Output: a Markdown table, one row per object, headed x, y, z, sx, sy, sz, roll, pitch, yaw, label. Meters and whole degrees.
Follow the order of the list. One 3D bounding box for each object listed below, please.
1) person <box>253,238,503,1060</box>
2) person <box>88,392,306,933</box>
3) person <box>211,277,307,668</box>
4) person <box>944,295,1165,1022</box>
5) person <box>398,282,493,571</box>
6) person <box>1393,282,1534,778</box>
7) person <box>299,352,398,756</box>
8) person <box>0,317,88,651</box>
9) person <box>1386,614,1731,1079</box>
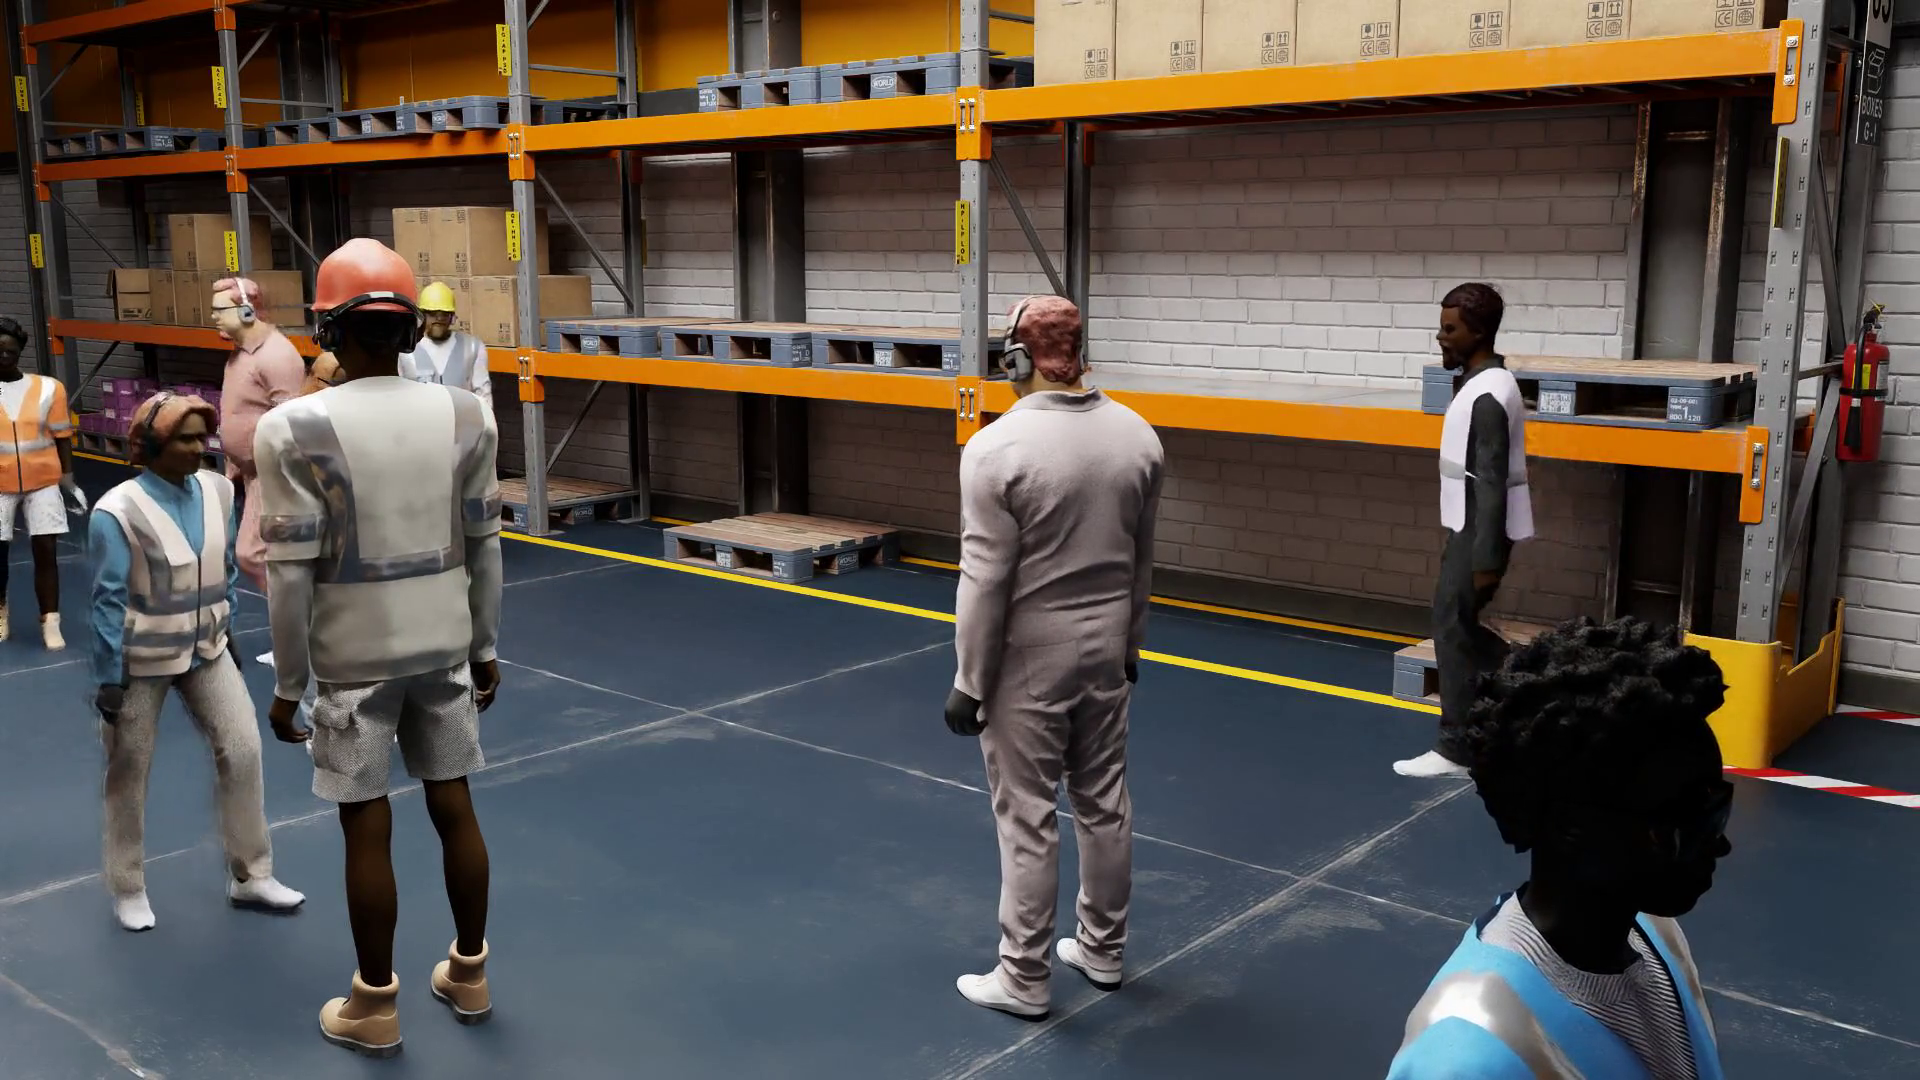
| x | y | z | sx | sy | sz | roll | pitch | yaw | label |
| --- | --- | --- | --- | --- | --- | --- | --- | --- | --- |
| -1.446 | 0.278 | 4.193 | 0.609 | 2.043 | 0.376 | -9 | 14 | -43 | person |
| -2.297 | 0.369 | 4.915 | 0.611 | 1.604 | 0.540 | 4 | 11 | 23 | person |
| -3.303 | -0.305 | 7.968 | 0.474 | 1.883 | 0.718 | -8 | 13 | -38 | person |
| 0.225 | 0.313 | 4.401 | 0.639 | 1.902 | 0.407 | -8 | 13 | -37 | person |
| -3.165 | -0.659 | 10.197 | 0.600 | 1.807 | 0.747 | -4 | 11 | -21 | person |
| 2.006 | -0.014 | 6.262 | 0.570 | 1.898 | 0.595 | 3 | 10 | 15 | person |
| -2.464 | 0.052 | 6.640 | 0.288 | 1.633 | 0.501 | 5 | 11 | 26 | person |
| -4.752 | -0.283 | 8.413 | 0.580 | 1.697 | 0.460 | -7 | 12 | -34 | person |
| 0.568 | 0.904 | 1.616 | 0.318 | 1.697 | 0.533 | 7 | 12 | 35 | person |
